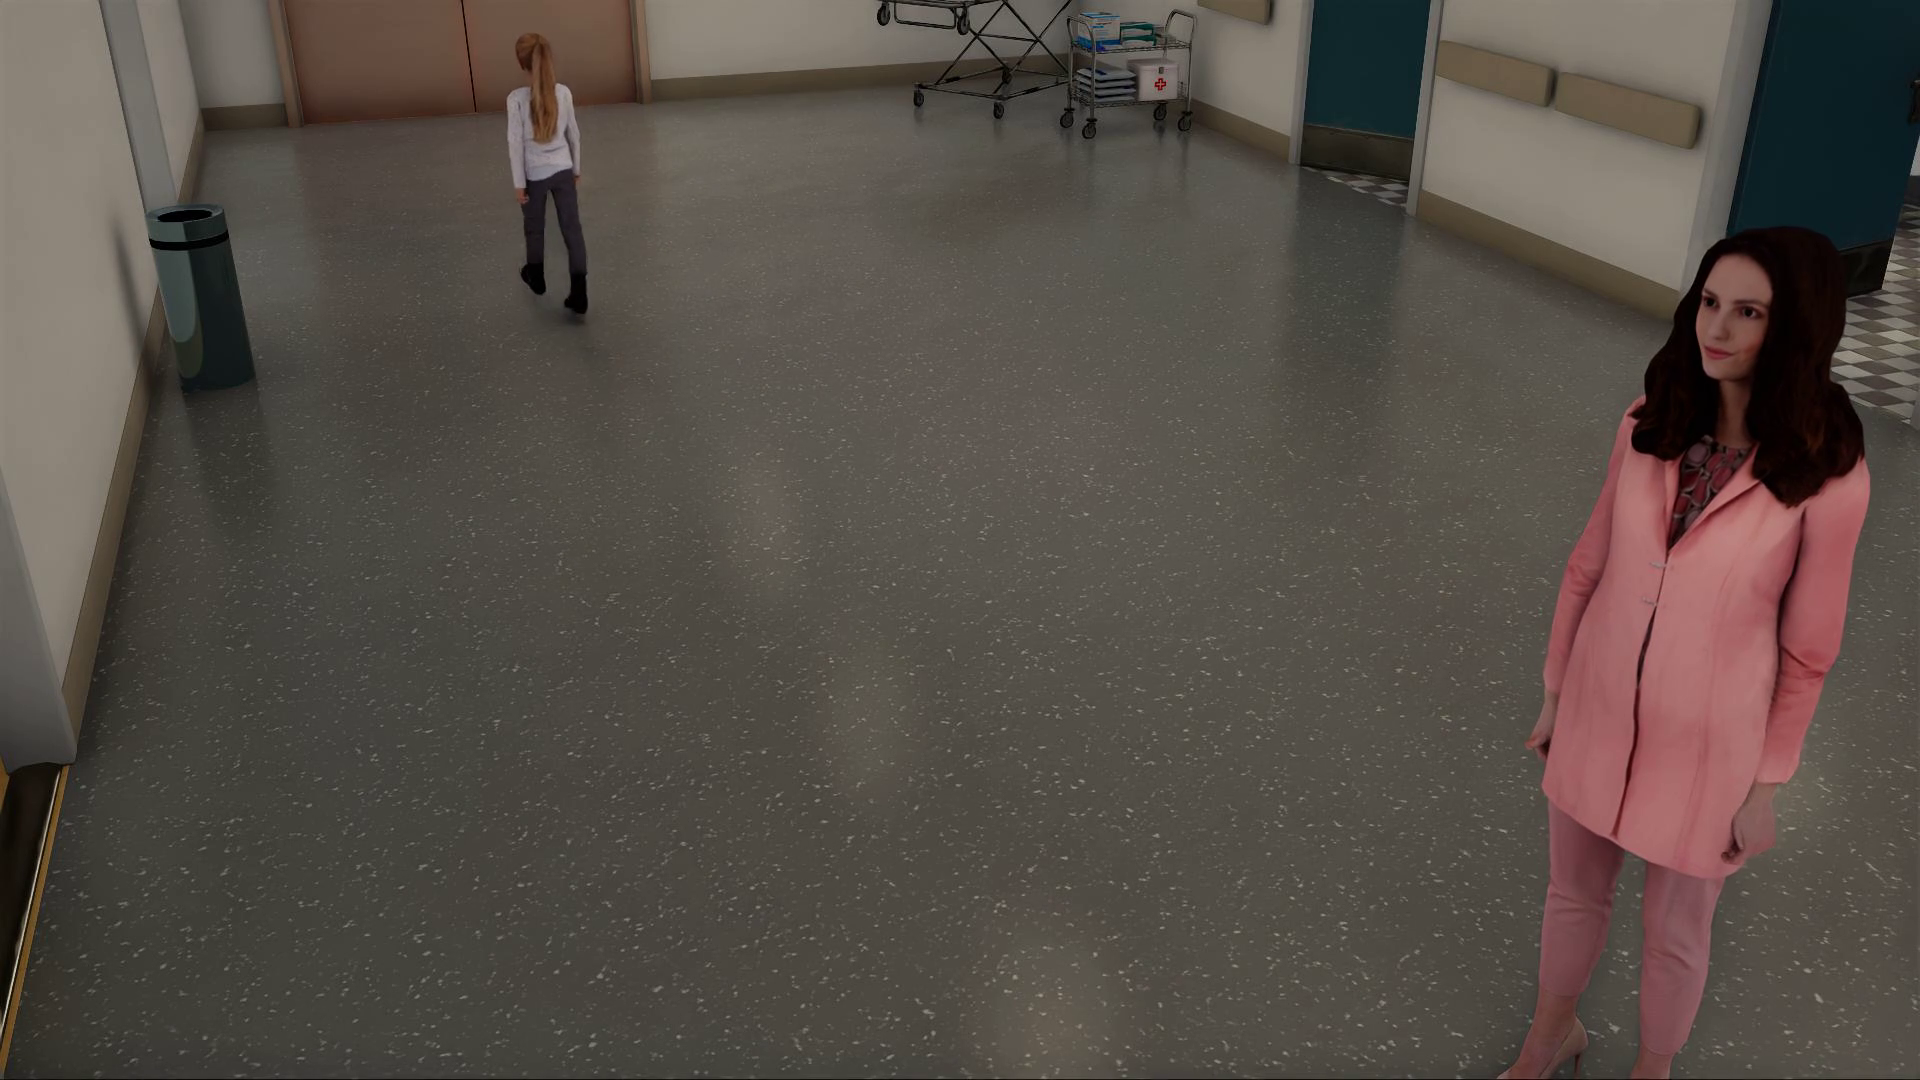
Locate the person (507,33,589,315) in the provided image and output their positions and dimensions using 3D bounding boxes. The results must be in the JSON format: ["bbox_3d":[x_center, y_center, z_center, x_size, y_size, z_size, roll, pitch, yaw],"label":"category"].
[{"bbox_3d":[-1.860,-1.642,7.618,0.604,1.247,0.920,-14,29,-27],"label":"person"}]

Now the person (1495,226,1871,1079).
[{"bbox_3d":[1.233,0.333,2.883,0.732,1.802,0.569,-18,31,-33],"label":"person"}]
